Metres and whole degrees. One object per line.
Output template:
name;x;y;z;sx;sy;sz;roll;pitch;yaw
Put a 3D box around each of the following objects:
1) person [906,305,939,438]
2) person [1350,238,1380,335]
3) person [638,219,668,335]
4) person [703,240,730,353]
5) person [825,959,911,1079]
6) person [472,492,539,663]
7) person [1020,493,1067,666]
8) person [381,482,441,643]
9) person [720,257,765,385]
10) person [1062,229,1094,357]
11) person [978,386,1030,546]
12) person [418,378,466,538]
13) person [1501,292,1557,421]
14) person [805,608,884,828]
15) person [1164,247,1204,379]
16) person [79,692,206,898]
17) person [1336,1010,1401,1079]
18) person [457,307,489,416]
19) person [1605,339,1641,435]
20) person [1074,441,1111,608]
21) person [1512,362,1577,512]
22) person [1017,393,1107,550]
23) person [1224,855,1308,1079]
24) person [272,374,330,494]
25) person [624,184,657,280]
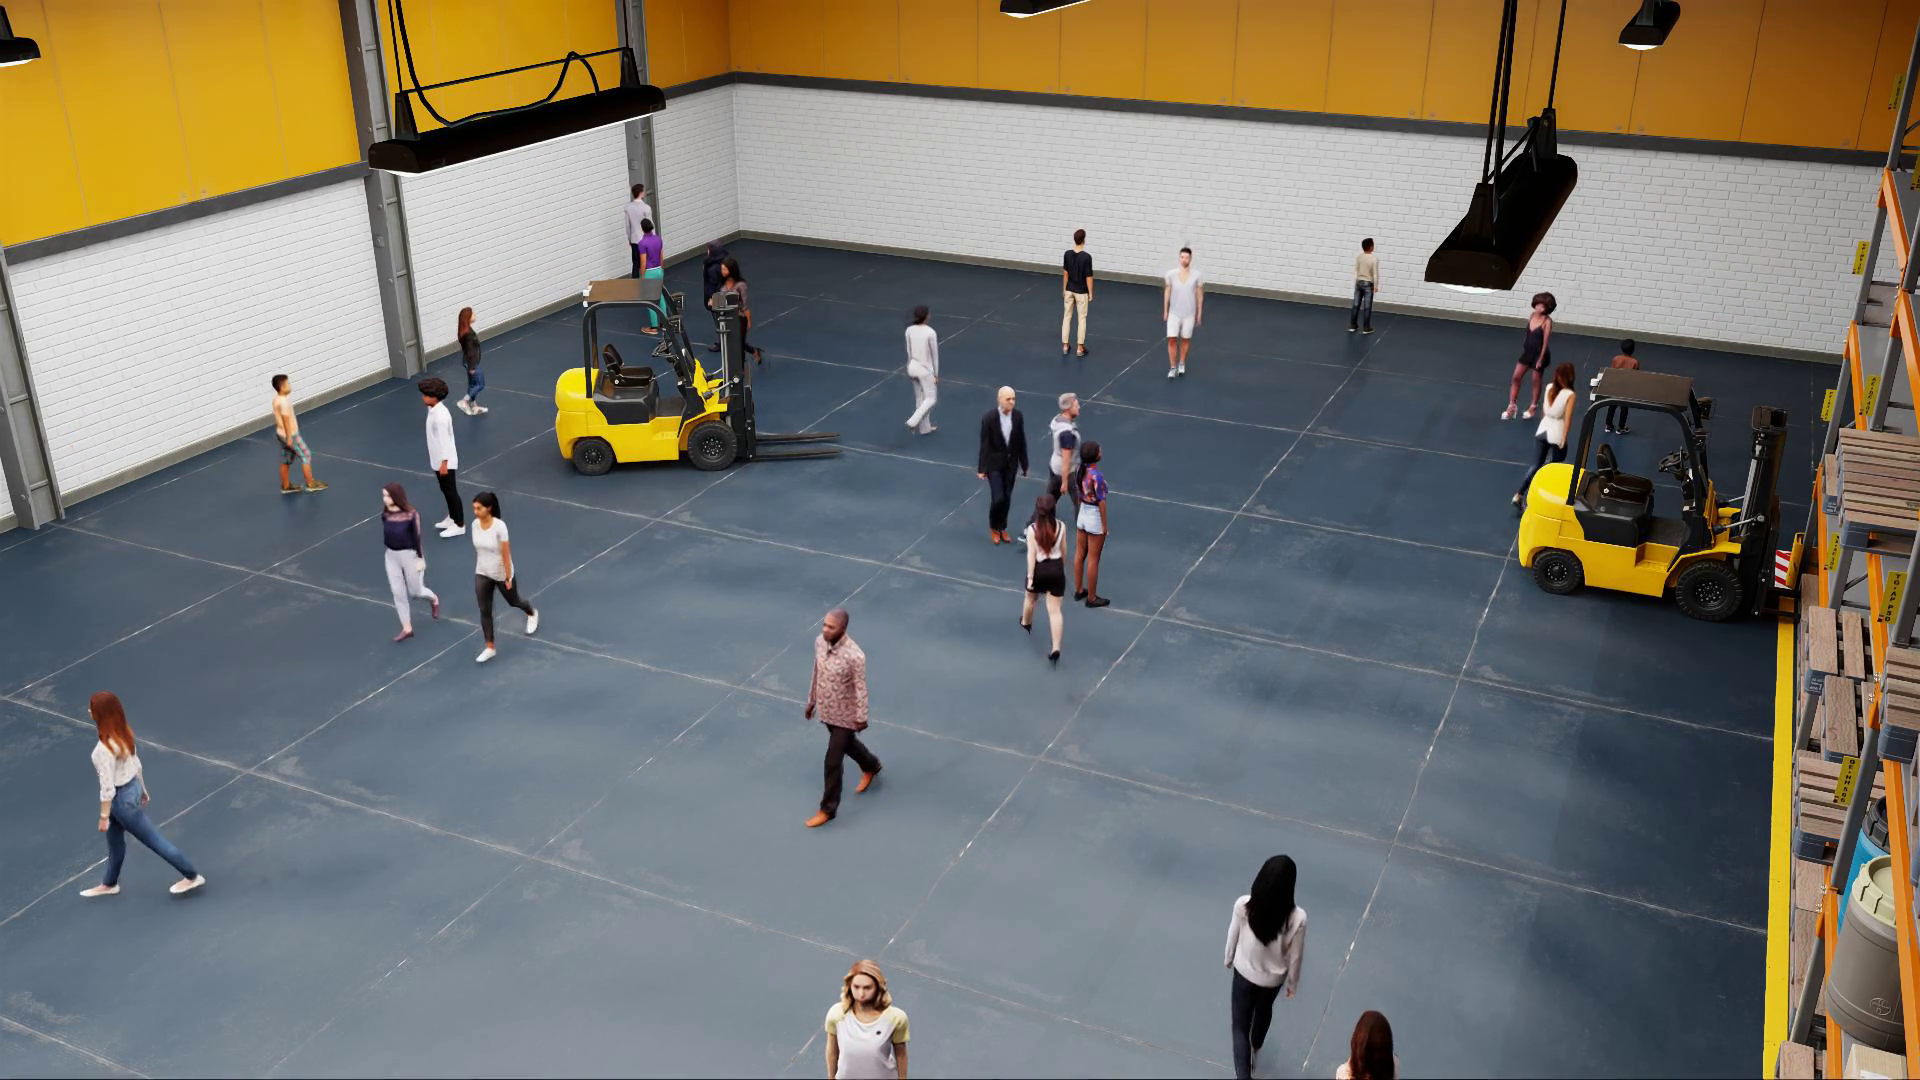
person;-0.528;-2.111;21.117;0.739;1.717;0.975;17;29;33
person;6.215;-3.914;25.560;0.598;1.464;0.574;18;29;35
person;-4.718;-4.058;25.511;0.723;1.767;0.547;16;28;32
person;-3.576;-3.623;24.630;0.788;1.675;0.664;5;24;11
person;-0.519;3.062;9.276;0.702;1.723;0.691;0;24;1
person;-4.337;0.294;15.753;0.596;1.607;1.109;9;25;19
person;0.836;0.392;15.534;1.046;1.603;1.132;-7;25;-17
person;-5.310;0.182;16.023;0.645;1.597;0.857;8;25;18
person;-3.031;-3.070;23.196;0.836;1.811;1.073;20;30;38
person;1.715;-3.639;24.443;0.636;1.854;0.549;12;27;26
person;0.420;-0.844;18.131;0.807;1.788;0.880;-10;26;-22
person;-5.679;-0.921;18.282;0.752;1.808;0.711;-10;26;-22
person;7.564;-2.391;21.707;0.888;1.758;0.797;-13;27;-27
person;-0.890;1.315;13.187;1.255;1.791;0.979;-19;30;-37
person;3.165;-3.256;23.587;0.844;1.838;0.974;3;24;7
person;-5.937;1.879;12.025;1.078;1.689;1.117;-4;24;-9
person;2.212;3.258;9.153;0.732;1.463;0.796;-15;28;-31
person;-6.513;-2.341;21.946;0.784;1.476;0.725;-13;27;-26
person;8.529;-1.987;21.412;0.576;1.255;0.564;20;31;38
person;1.307;-0.177;16.664;0.687;1.741;0.668;-14;27;-29
person;6.641;-1.142;18.855;1.195;1.754;0.963;-17;29;-34
person;1.023;-0.702;17.805;1.180;1.788;1.222;-4;24;-10
person;1.830;2.716;10.143;0.862;1.664;1.177;2;24;5
person;-7.910;-1.212;19.402;0.817;1.445;0.700;-18;29;-35
person;-5.258;-4.941;27.431;0.690;1.846;0.587;9;25;19
